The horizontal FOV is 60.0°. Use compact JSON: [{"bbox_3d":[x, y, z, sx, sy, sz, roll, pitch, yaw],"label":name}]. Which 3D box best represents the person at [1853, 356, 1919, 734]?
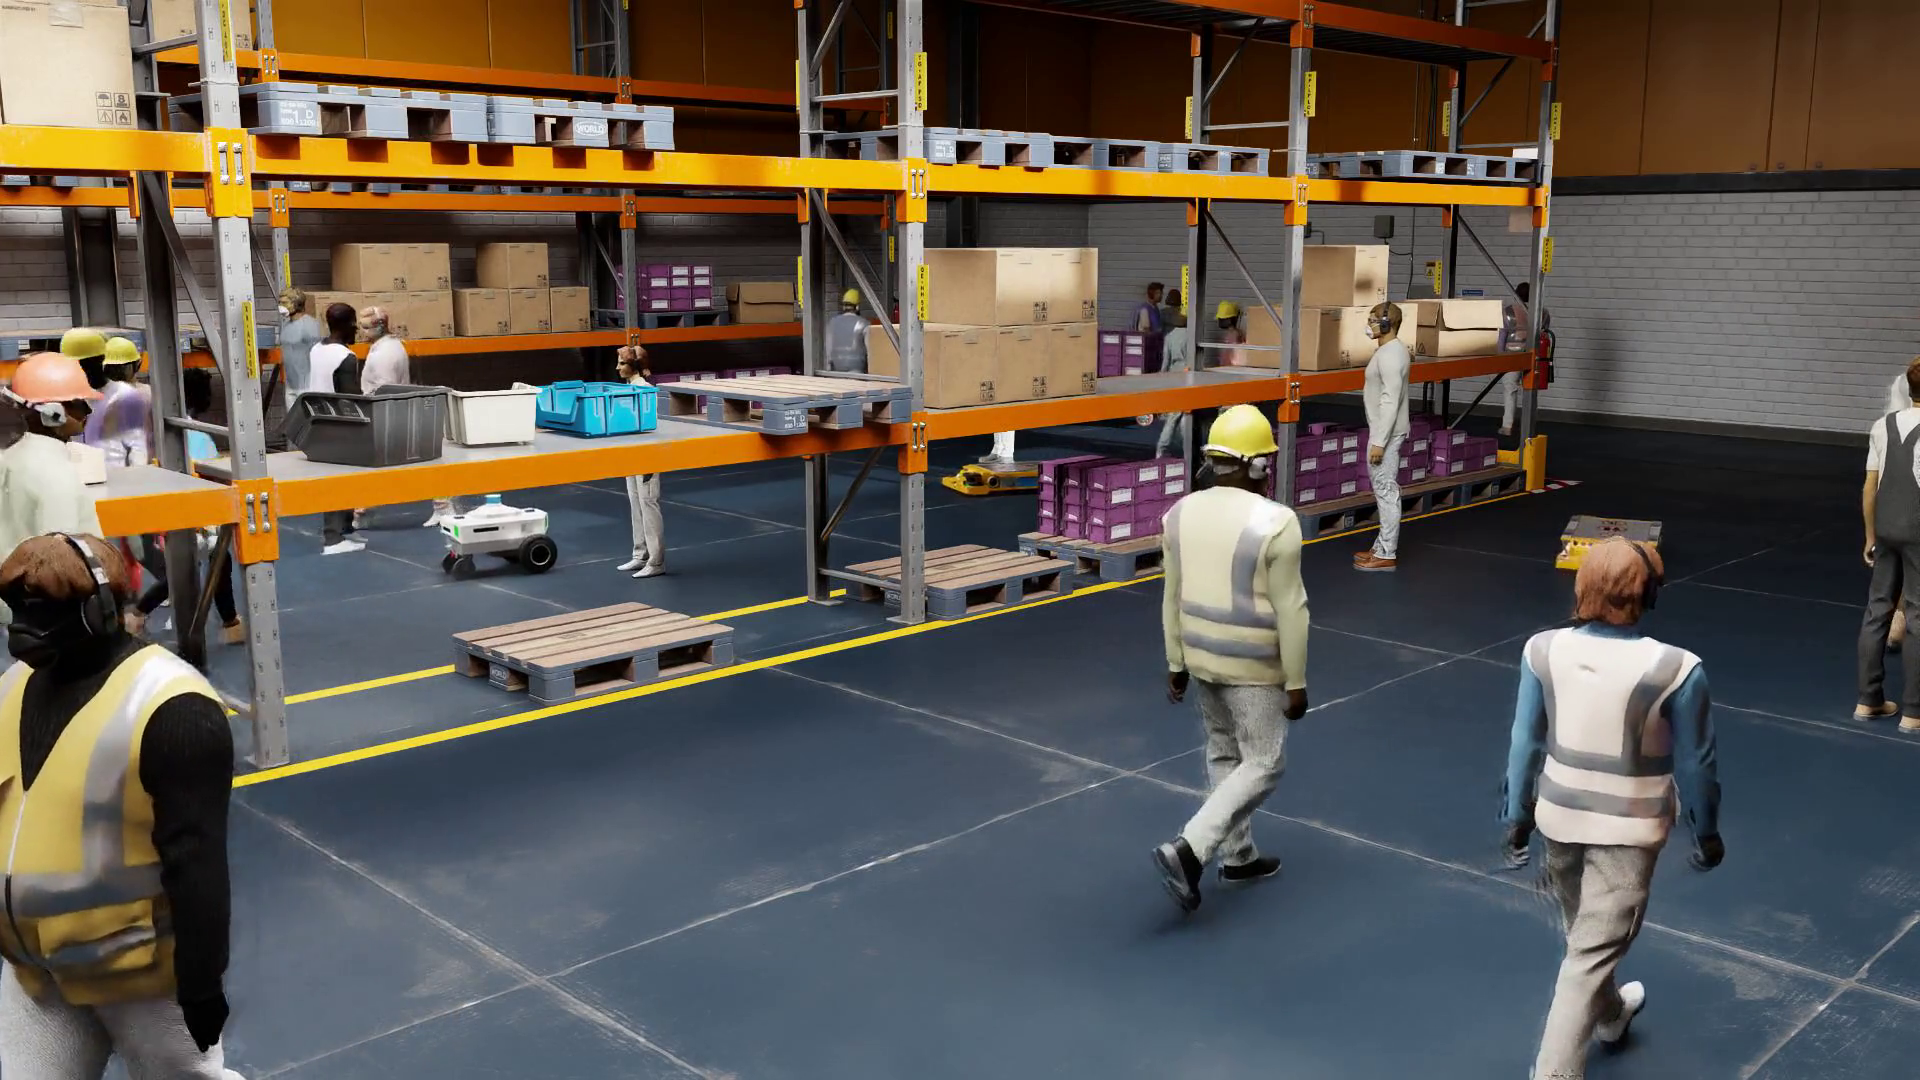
[{"bbox_3d":[4.639,0.013,8.103,0.351,1.846,0.506,-4,11,-22],"label":"person"}]

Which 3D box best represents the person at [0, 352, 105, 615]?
[{"bbox_3d":[-3.479,0.283,6.268,0.726,1.977,0.612,-10,14,-44],"label":"person"}]

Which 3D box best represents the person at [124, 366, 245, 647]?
[{"bbox_3d":[-4.485,-0.167,9.589,0.772,1.666,0.555,-4,11,-22],"label":"person"}]

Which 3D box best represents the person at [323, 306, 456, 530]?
[{"bbox_3d":[-4.647,-0.980,13.545,1.041,1.842,0.661,-1,10,-4],"label":"person"}]

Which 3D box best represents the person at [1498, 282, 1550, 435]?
[{"bbox_3d":[6.766,-2.181,20.080,0.633,1.842,0.429,0,10,0],"label":"person"}]

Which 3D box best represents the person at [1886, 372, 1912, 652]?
[{"bbox_3d":[5.694,-0.342,9.669,1.066,1.996,0.626,-7,12,-32],"label":"person"}]

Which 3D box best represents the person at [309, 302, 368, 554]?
[{"bbox_3d":[-4.649,-0.844,12.628,0.575,1.896,0.594,-9,13,-39],"label":"person"}]

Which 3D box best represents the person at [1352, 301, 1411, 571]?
[{"bbox_3d":[3.044,-0.741,11.963,0.371,1.941,0.627,3,11,17],"label":"person"}]

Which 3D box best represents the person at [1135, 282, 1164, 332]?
[{"bbox_3d":[2.466,-2.536,22.155,0.958,1.803,0.553,6,12,29],"label":"person"}]

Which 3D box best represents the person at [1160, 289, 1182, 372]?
[{"bbox_3d":[3.085,-2.809,24.074,0.500,1.633,0.280,-1,10,-7],"label":"person"}]

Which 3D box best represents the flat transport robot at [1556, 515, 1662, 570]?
[{"bbox_3d":[4.837,0.022,12.347,0.652,0.197,1.431,5,12,24],"label":"flat transport robot"}]

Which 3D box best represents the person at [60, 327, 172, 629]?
[{"bbox_3d":[-4.973,-0.323,9.837,0.602,1.889,0.929,4,11,19],"label":"person"}]

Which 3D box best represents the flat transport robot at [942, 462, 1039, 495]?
[{"bbox_3d":[0.612,-0.606,15.775,1.431,0.197,0.652,-4,11,-21],"label":"flat transport robot"}]

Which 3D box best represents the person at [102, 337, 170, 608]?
[{"bbox_3d":[-5.337,-0.426,10.745,0.523,1.763,0.335,0,10,0],"label":"person"}]

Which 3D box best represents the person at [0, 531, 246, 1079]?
[{"bbox_3d":[-1.781,0.859,3.596,0.632,1.812,0.861,4,11,22],"label":"person"}]

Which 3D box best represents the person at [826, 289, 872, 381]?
[{"bbox_3d":[-1.253,-2.028,19.411,0.622,1.780,0.946,5,12,26],"label":"person"}]

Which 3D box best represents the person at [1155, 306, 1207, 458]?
[{"bbox_3d":[2.410,-1.709,17.980,0.881,1.677,0.497,-7,12,-33],"label":"person"}]

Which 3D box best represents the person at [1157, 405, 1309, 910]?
[{"bbox_3d":[0.952,0.427,5.926,0.673,1.817,0.603,-8,13,-37],"label":"person"}]

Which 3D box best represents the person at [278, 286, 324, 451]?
[{"bbox_3d":[-6.157,-1.407,15.597,0.635,1.936,0.355,10,14,43],"label":"person"}]

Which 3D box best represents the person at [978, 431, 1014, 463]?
[{"bbox_3d":[0.410,-1.705,17.364,0.356,1.887,0.573,-3,11,-14],"label":"person"}]

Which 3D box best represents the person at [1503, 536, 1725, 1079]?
[{"bbox_3d":[1.809,0.786,4.582,0.864,1.594,0.515,-8,13,-39],"label":"person"}]

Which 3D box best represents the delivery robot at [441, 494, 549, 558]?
[{"bbox_3d":[-3.324,-0.081,11.886,0.707,0.478,0.477,-7,12,-34],"label":"delivery robot"}]

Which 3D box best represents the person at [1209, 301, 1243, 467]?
[{"bbox_3d":[2.871,-1.608,17.250,0.547,1.738,0.534,0,10,2],"label":"person"}]

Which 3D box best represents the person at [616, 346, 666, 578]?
[{"bbox_3d":[-2.267,-0.552,11.748,0.311,1.638,0.522,-6,12,-29],"label":"person"}]
